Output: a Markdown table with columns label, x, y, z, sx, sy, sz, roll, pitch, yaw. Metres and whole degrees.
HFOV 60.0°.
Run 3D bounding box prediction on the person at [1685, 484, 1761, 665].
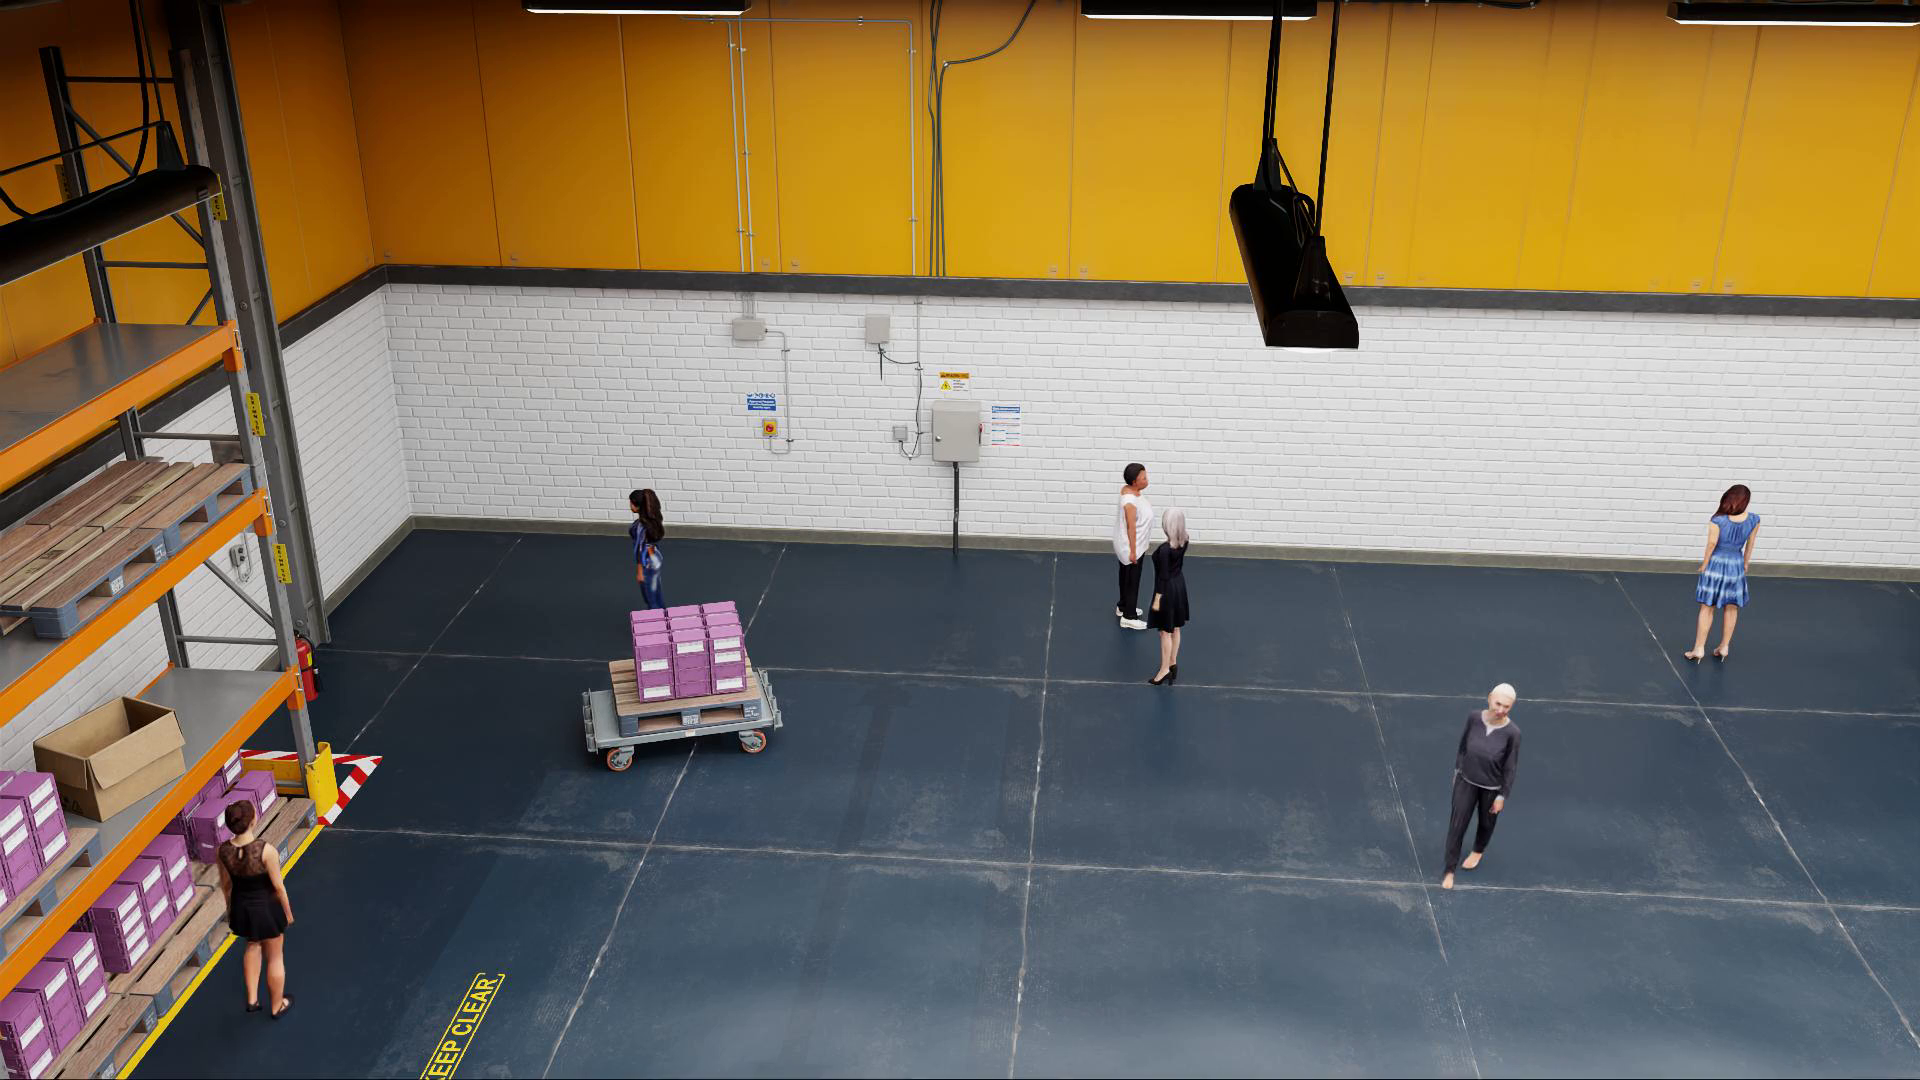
| label | x | y | z | sx | sy | sz | roll | pitch | yaw |
| --- | --- | --- | --- | --- | --- | --- | --- | --- | --- |
| person | 7.170 | 0.318 | 15.619 | 0.704 | 1.806 | 0.622 | -2 | 24 | -5 |

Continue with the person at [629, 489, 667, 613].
| label | x | y | z | sx | sy | sz | roll | pitch | yaw |
| --- | --- | --- | --- | --- | --- | --- | --- | --- | --- |
| person | -2.986 | 0.253 | 15.999 | 0.660 | 1.622 | 0.475 | 2 | 24 | 3 |

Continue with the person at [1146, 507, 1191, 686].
| label | x | y | z | sx | sy | sz | roll | pitch | yaw |
| --- | --- | --- | --- | --- | --- | --- | --- | --- | --- |
| person | 1.913 | 0.509 | 15.256 | 0.749 | 1.747 | 0.647 | 14 | 27 | 29 |

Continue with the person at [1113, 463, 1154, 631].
| label | x | y | z | sx | sy | sz | roll | pitch | yaw |
| --- | --- | --- | --- | --- | --- | --- | --- | --- | --- |
| person | 1.711 | 0.032 | 16.423 | 0.723 | 1.687 | 0.557 | 0 | 24 | 0 |

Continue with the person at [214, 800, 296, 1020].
| label | x | y | z | sx | sy | sz | roll | pitch | yaw |
| --- | --- | --- | --- | --- | --- | --- | --- | --- | --- |
| person | -4.636 | 2.471 | 10.867 | 0.582 | 1.667 | 0.635 | 1 | 24 | 3 |

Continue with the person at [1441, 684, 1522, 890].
| label | x | y | z | sx | sy | sz | roll | pitch | yaw |
| --- | --- | --- | --- | --- | --- | --- | --- | --- | --- |
| person | 3.914 | 1.763 | 12.458 | 0.871 | 1.690 | 1.023 | 19 | 30 | 37 |
